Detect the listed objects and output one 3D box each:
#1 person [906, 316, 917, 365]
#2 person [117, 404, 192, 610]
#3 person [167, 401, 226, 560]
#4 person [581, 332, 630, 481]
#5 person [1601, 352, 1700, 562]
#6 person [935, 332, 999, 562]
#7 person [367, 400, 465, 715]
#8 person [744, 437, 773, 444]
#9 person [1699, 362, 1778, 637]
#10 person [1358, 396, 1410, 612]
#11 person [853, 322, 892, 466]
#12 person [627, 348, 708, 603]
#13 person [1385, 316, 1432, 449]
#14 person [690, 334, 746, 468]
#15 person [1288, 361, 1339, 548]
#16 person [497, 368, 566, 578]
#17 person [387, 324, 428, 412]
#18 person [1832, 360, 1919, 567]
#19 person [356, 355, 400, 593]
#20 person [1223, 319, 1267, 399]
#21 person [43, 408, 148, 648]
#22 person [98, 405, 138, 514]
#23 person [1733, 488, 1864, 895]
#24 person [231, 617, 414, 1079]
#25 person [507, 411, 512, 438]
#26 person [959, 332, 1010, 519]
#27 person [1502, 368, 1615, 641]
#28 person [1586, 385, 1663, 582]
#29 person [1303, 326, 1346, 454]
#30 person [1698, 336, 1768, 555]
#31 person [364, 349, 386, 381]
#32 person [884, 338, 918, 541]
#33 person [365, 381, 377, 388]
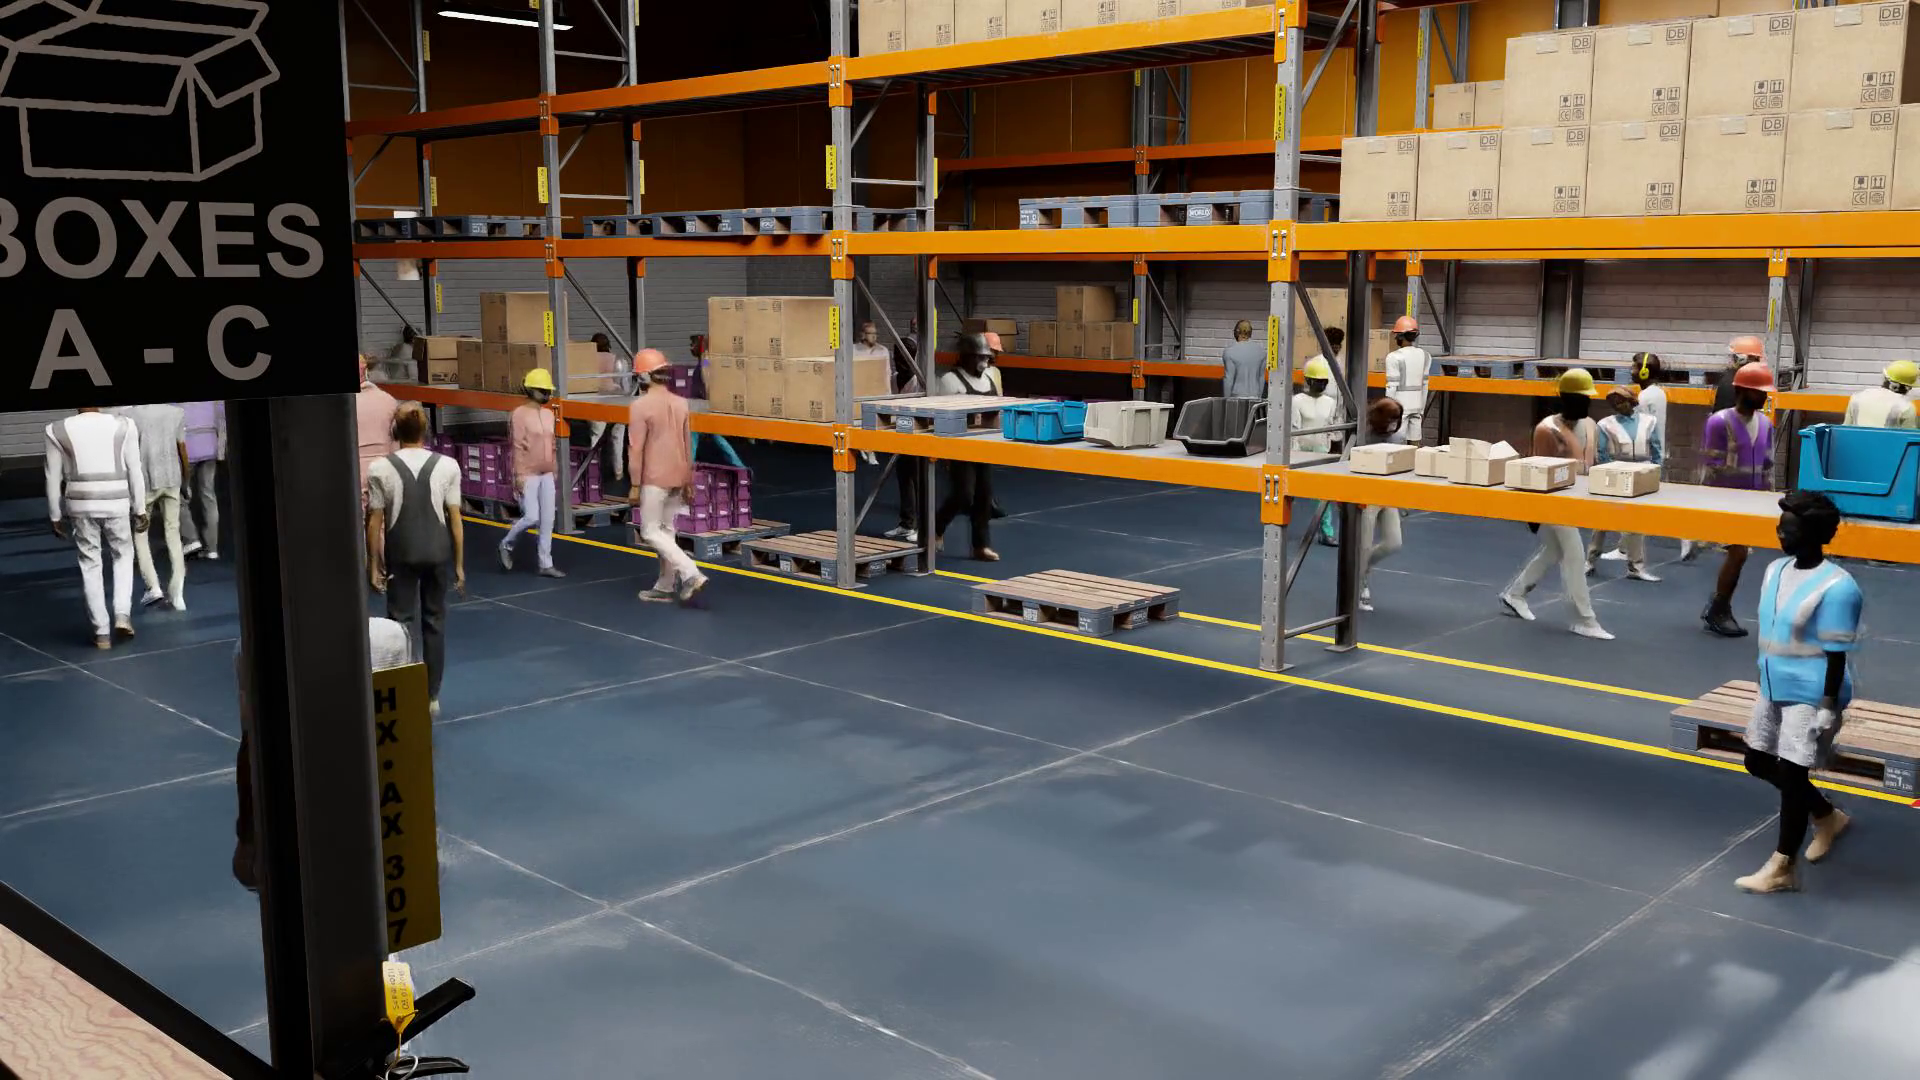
[{"bbox_3d":[-0.602,-2.172,23.279,0.400,1.901,0.646,2,9,10],"label":"person"},{"bbox_3d":[-6.039,-0.392,12.520,0.529,1.852,0.524,-8,12,-39],"label":"person"},{"bbox_3d":[-6.745,-0.766,14.607,0.514,1.905,0.607,7,12,37],"label":"person"},{"bbox_3d":[-4.261,-1.576,19.895,0.633,1.812,0.811,0,9,-2],"label":"person"},{"bbox_3d":[6.009,-0.702,14.401,0.756,1.853,0.513,9,13,44],"label":"person"},{"bbox_3d":[0.083,-0.824,14.563,0.704,2.000,0.663,-9,13,-44],"label":"person"},{"bbox_3d":[-3.038,0.134,9.340,0.513,1.832,0.660,-4,10,-25],"label":"person"},{"bbox_3d":[-2.954,-2.318,24.347,0.640,1.840,0.429,-4,10,-22],"label":"person"},{"bbox_3d":[5.407,-0.265,11.488,0.562,1.920,0.493,-4,10,-22],"label":"person"},{"bbox_3d":[3.121,-0.281,12.529,0.579,1.617,0.422,-5,10,-27],"label":"person"},{"bbox_3d":[-1.230,-1.948,21.993,0.651,1.875,0.923,-5,10,-26],"label":"person"},{"bbox_3d":[-2.218,-0.461,12.582,0.666,1.968,0.647,5,10,27],"label":"person"},{"bbox_3d":[4.879,-1.438,18.318,0.605,2.045,0.377,-5,11,-29],"label":"person"},{"bbox_3d":[-2.980,-1.538,19.680,0.961,1.808,0.574,0,9,-1],"label":"person"},{"bbox_3d":[3.251,-0.828,15.580,0.524,1.719,0.895,-3,10,-17],"label":"person"},{"bbox_3d":[-3.550,-0.549,13.757,0.512,1.748,0.538,5,10,26],"label":"person"},{"bbox_3d":[-6.988,-1.783,20.962,0.911,1.879,0.642,-5,11,-28],"label":"person"},{"bbox_3d":[7.891,-0.657,14.323,0.408,1.784,0.648,-6,11,-32],"label":"person"},{"bbox_3d":[-4.669,-0.491,12.943,0.402,1.904,0.652,8,12,40],"label":"person"},{"bbox_3d":[3.485,-1.744,20.519,0.627,1.940,0.373,-5,10,-26],"label":"person"},{"bbox_3d":[-5.848,-0.199,11.268,0.605,1.861,0.441,-5,11,-28],"label":"person"},{"bbox_3d":[-8.743,-1.197,17.215,0.551,1.922,0.515,-7,12,-37],"label":"person"},{"bbox_3d":[3.472,0.624,6.798,0.503,1.680,0.535,-1,9,-8],"label":"person"},{"bbox_3d":[-1.877,0.839,4.915,0.502,1.861,0.403,-8,12,-41],"label":"person"},{"bbox_3d":[-6.555,-2.274,24.692,0.511,1.637,0.307,1,9,9],"label":"person"},{"bbox_3d":[0.313,-1.169,17.080,0.848,1.902,0.563,7,12,38],"label":"person"},{"bbox_3d":[4.274,-0.288,11.808,0.596,1.884,1.000,-7,12,-37],"label":"person"},{"bbox_3d":[5.443,-0.473,13.703,0.628,1.616,0.405,1,9,4],"label":"person"},{"bbox_3d":[4.102,-1.453,18.749,0.673,1.934,0.732,-4,10,-25],"label":"person"},{"bbox_3d":[6.901,-0.844,14.920,0.537,1.964,0.642,7,11,35],"label":"person"},{"bbox_3d":[-7.188,-1.540,20.330,0.505,1.601,0.831,2,9,10],"label":"person"},{"bbox_3d":[-0.458,-0.954,15.743,0.373,1.915,0.594,-7,12,-38],"label":"person"},{"bbox_3d":[-6.174,-1.080,17.130,0.486,1.716,0.764,-9,13,-43],"label":"person"}]
